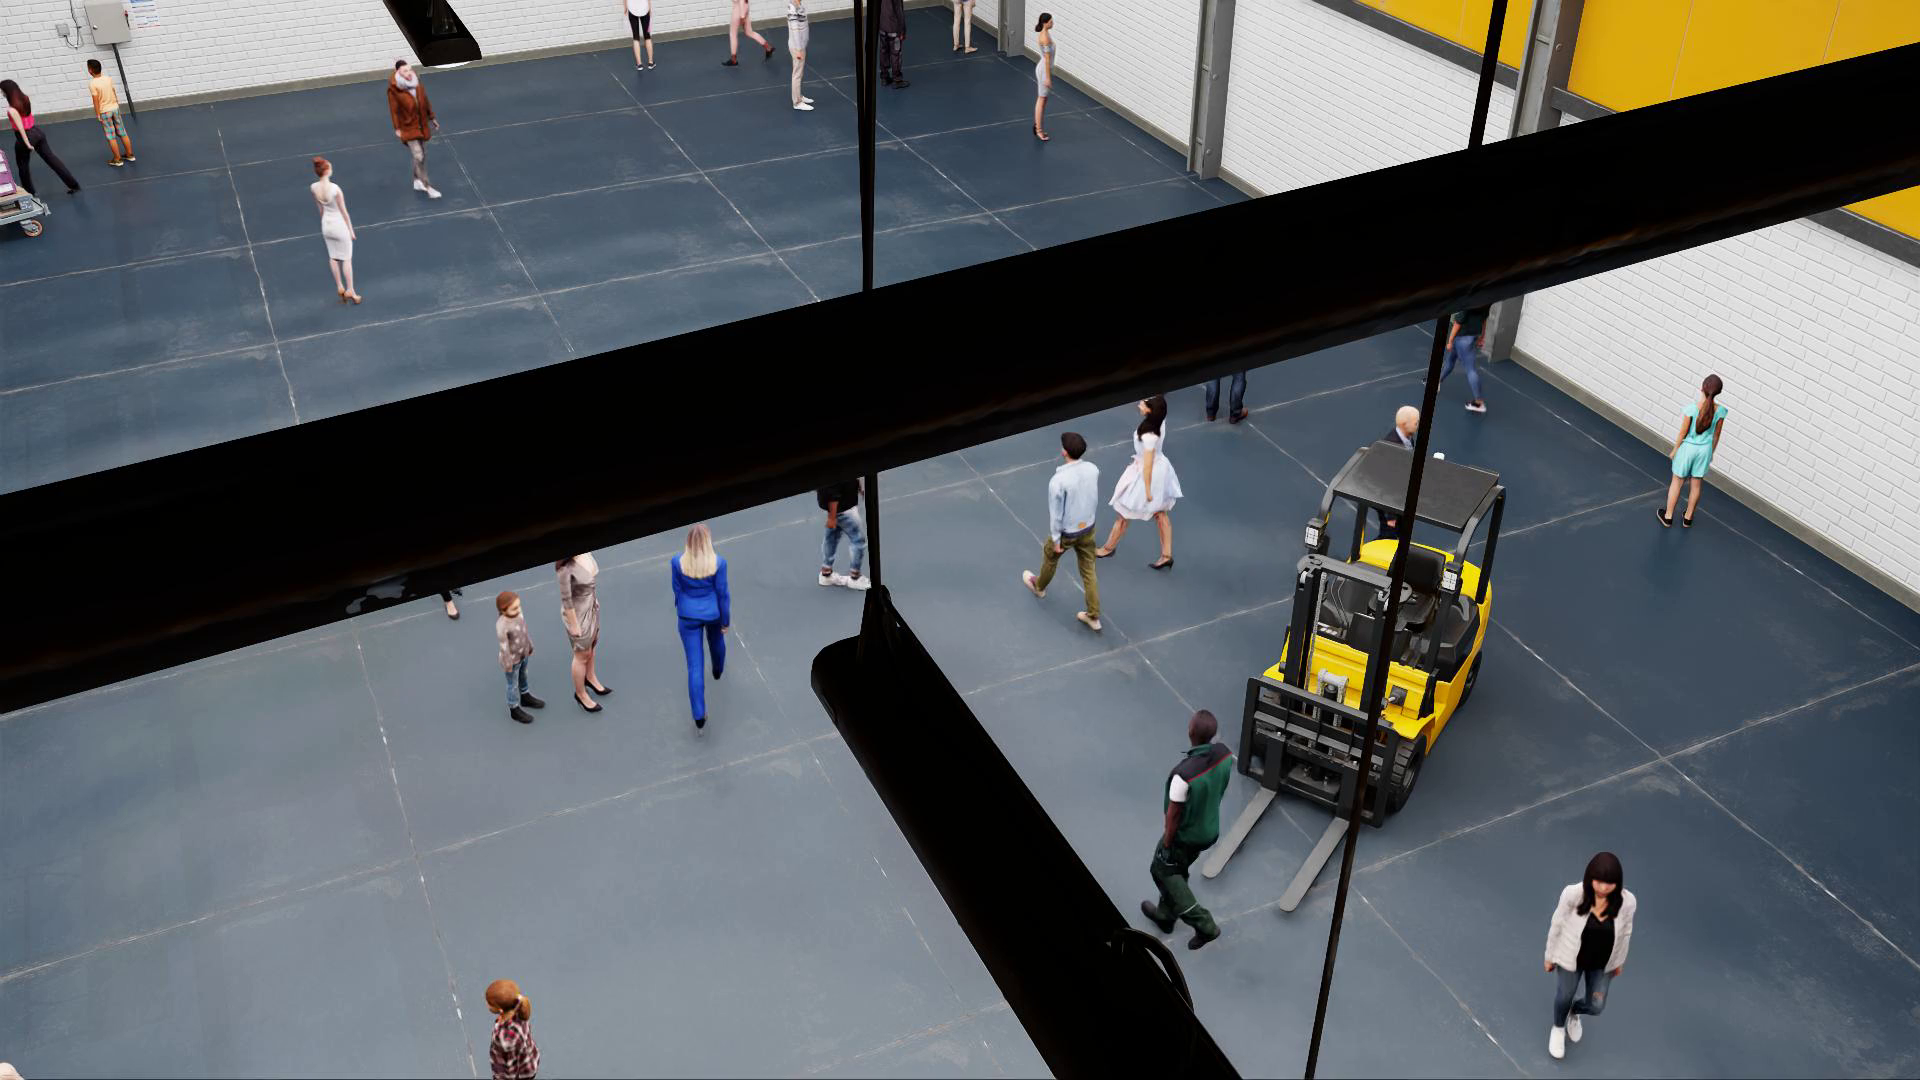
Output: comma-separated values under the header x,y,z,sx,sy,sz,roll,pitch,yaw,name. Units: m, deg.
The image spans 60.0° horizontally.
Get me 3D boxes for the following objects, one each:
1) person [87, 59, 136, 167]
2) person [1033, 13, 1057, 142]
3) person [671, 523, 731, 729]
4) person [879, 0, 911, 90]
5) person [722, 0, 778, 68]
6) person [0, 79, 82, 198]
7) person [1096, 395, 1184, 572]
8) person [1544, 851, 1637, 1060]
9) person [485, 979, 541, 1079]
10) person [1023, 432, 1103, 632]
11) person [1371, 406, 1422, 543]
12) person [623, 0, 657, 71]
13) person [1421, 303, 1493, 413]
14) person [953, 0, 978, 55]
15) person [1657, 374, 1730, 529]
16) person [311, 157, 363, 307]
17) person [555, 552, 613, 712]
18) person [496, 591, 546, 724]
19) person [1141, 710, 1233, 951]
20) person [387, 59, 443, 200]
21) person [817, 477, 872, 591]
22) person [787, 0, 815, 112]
x,y,z,sx,sy,sz,roll,pitch,yaw,name
-11.802,-5.946,23.070,0.630,1.458,0.590,17,37,24,person
1.191,-6.629,23.771,0.732,1.818,0.612,1,34,2,person
-2.017,0.679,12.925,0.865,1.655,1.246,-3,34,-5,person
-1.080,-7.936,25.732,0.724,1.825,0.858,23,40,31,person
-3.400,-8.403,26.554,0.963,1.693,1.149,-2,34,-3,person
-12.129,-5.234,21.856,1.076,1.615,1.122,6,34,9,person
1.745,-0.475,14.541,1.137,1.788,1.049,14,36,20,person
3.838,2.494,10.223,0.762,1.623,0.803,6,34,9,person
-2.519,3.053,9.675,0.679,1.297,0.578,0,34,0,person
1.003,-0.037,13.904,0.766,1.763,1.183,-19,38,-26,person
3.698,-0.374,14.381,0.941,1.795,0.889,20,38,27,person
-5.120,-8.406,26.474,0.653,1.786,0.601,-5,34,-8,person
5.274,-2.052,17.109,0.760,1.571,1.134,-23,40,-30,person
0.051,-8.861,27.238,0.662,1.697,0.764,21,39,29,person
6.746,-0.824,15.274,0.646,1.558,0.686,5,34,7,person
-7.215,-3.558,19.170,0.607,1.798,0.668,12,35,17,person
-2.966,0.574,13.002,0.733,1.743,0.627,4,34,6,person
-3.493,0.886,13.031,0.600,1.192,0.544,12,36,18,person
1.560,1.939,10.890,1.031,1.809,0.906,25,41,33,person
-7.288,-5.463,22.025,1.078,1.811,0.986,17,37,24,person
-1.128,-0.348,14.354,0.912,1.784,0.864,-1,34,-1,person
-2.436,-7.423,24.927,0.815,1.862,0.648,-2,34,-3,person
